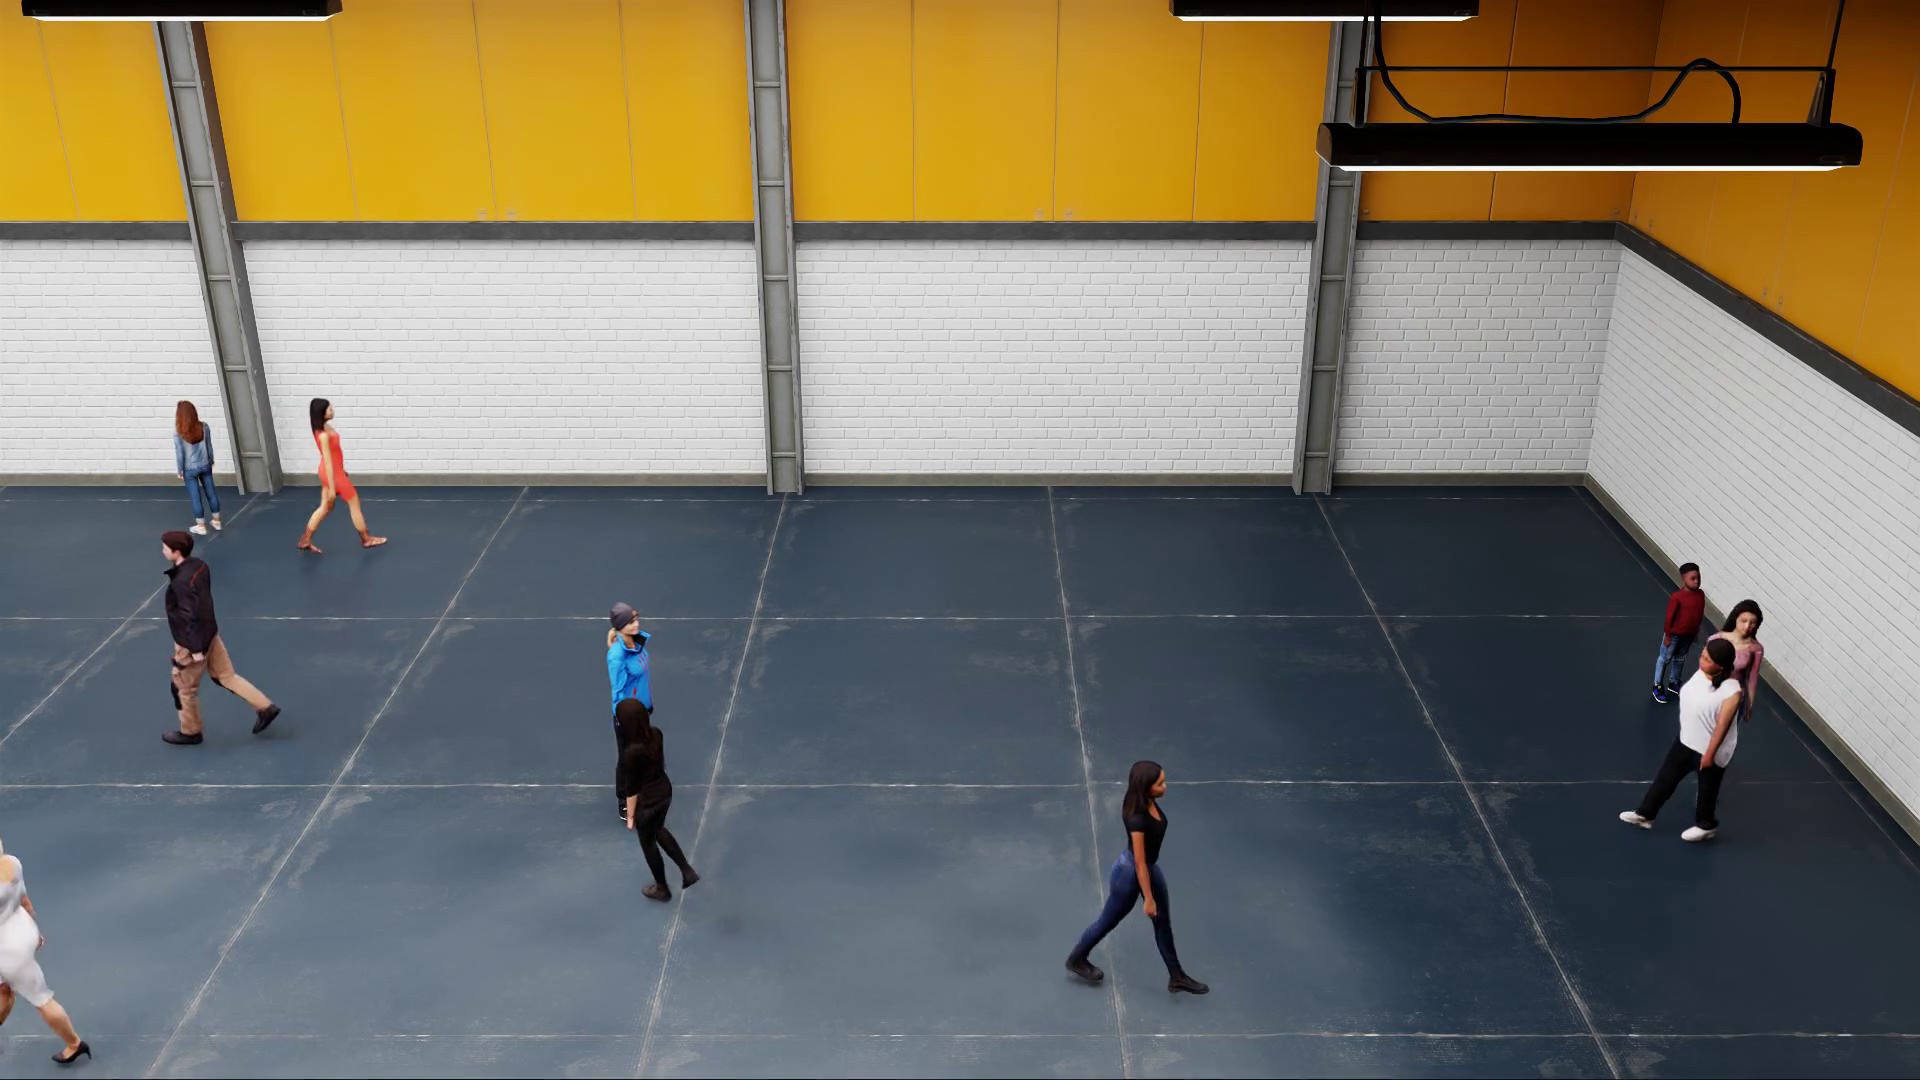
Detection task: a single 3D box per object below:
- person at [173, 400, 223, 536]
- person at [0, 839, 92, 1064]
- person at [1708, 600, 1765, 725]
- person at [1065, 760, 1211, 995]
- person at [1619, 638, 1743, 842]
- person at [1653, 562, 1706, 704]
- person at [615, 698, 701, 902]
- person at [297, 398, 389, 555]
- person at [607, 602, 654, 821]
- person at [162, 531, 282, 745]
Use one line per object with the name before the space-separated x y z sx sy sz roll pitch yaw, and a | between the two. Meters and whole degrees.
person | -8.091 -0.780 17.632 0.684 1.477 0.649 18 29 35
person | -5.571 2.455 9.943 1.025 1.708 0.595 -1 24 -2
person | 5.846 1.205 12.770 0.885 1.734 0.836 11 26 24
person | 1.023 2.173 10.614 1.238 1.688 0.825 7 25 15
person | 5.518 1.475 12.233 0.933 1.669 0.712 -2 24 -4
person | 6.213 0.775 14.350 0.515 1.256 0.624 -8 25 -17
person | -2.067 1.828 11.476 0.827 1.628 0.753 14 27 29
person | -6.502 -0.619 17.009 1.177 1.681 0.963 -14 27 -29
person | -2.470 1.289 12.500 0.614 1.797 0.672 7 25 15
person | -6.091 0.806 13.481 1.193 1.896 0.743 -2 24 -4
